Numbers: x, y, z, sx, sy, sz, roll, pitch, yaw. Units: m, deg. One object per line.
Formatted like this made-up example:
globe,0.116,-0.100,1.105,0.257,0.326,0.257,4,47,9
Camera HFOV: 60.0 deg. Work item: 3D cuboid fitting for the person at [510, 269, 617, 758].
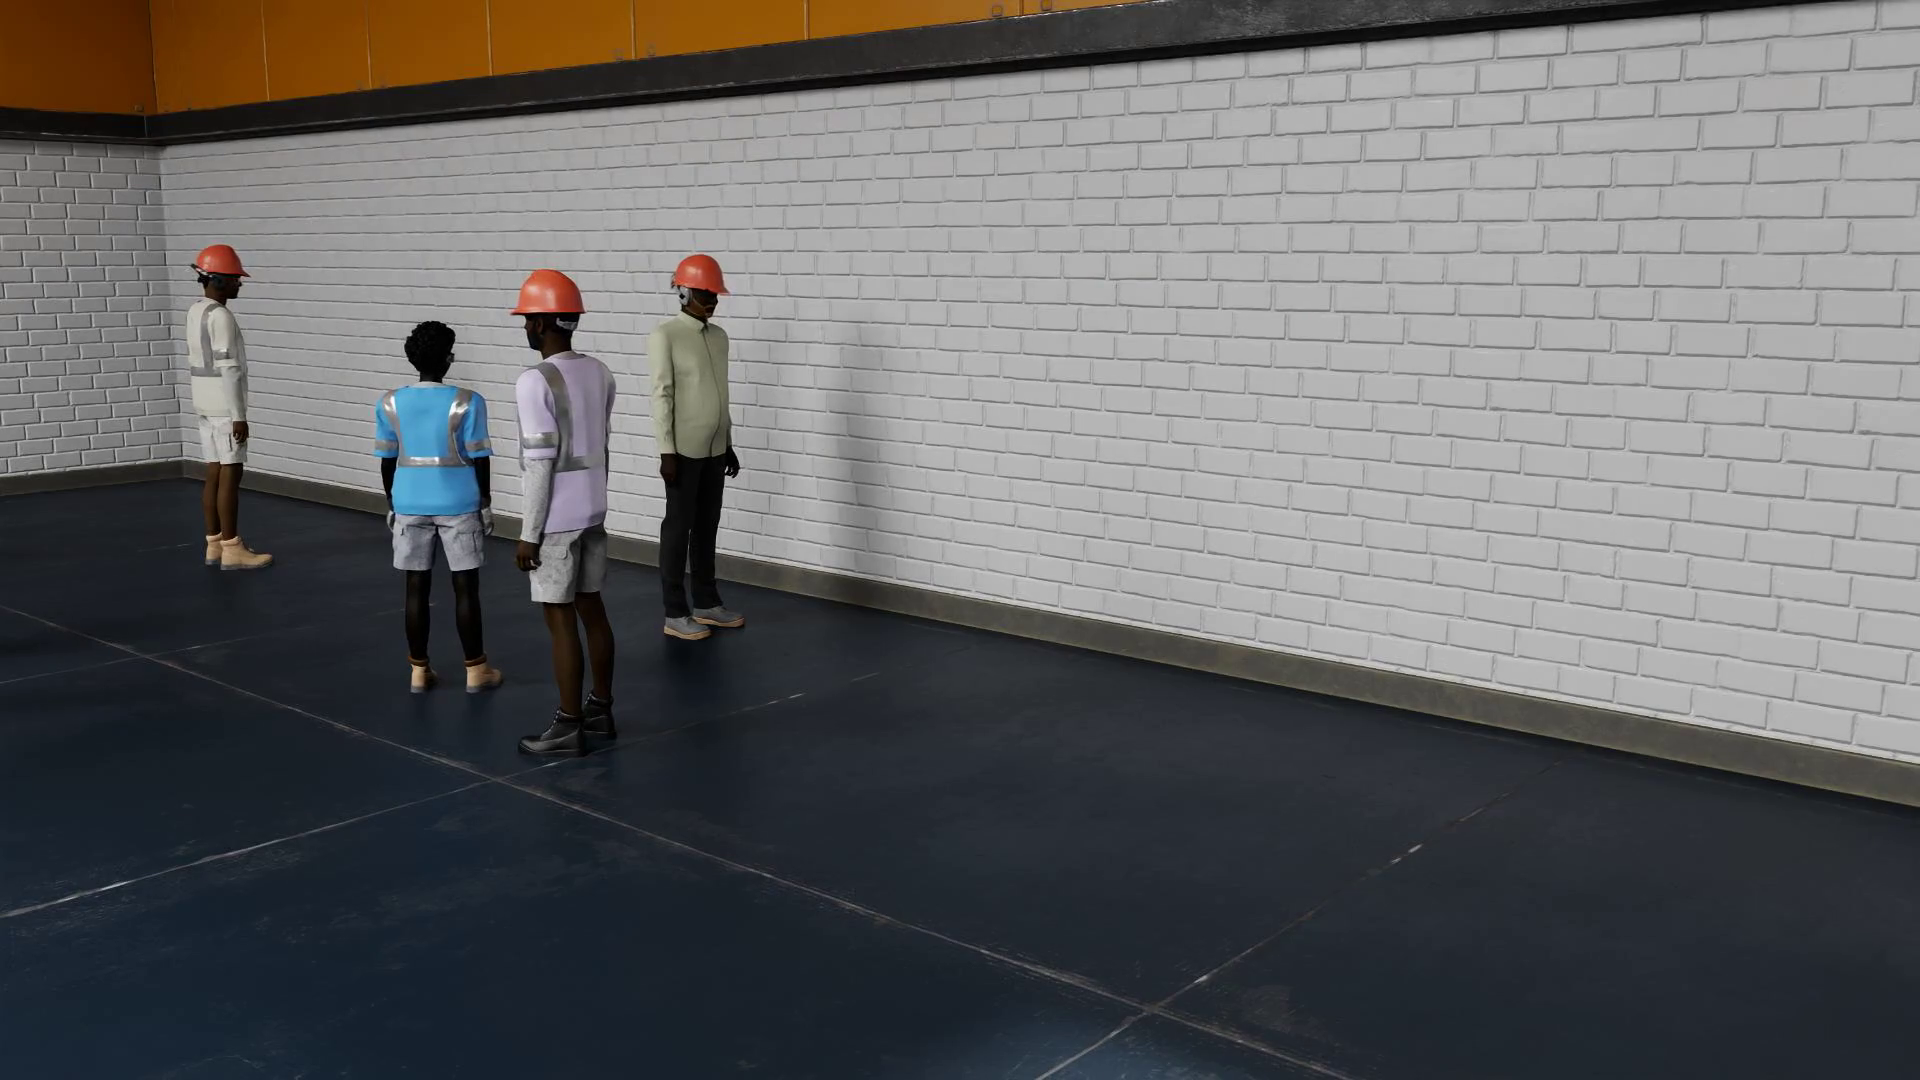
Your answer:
person,-1.594,-0.099,6.635,0.356,1.938,0.543,3,11,19

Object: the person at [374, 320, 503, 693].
person,-2.369,-0.141,7.558,0.535,1.697,0.322,1,10,5

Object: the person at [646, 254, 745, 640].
person,-1.371,-0.490,8.712,0.388,1.991,0.609,5,11,27

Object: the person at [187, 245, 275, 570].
person,-4.636,-0.835,10.530,0.381,2.040,0.616,-9,13,-40
